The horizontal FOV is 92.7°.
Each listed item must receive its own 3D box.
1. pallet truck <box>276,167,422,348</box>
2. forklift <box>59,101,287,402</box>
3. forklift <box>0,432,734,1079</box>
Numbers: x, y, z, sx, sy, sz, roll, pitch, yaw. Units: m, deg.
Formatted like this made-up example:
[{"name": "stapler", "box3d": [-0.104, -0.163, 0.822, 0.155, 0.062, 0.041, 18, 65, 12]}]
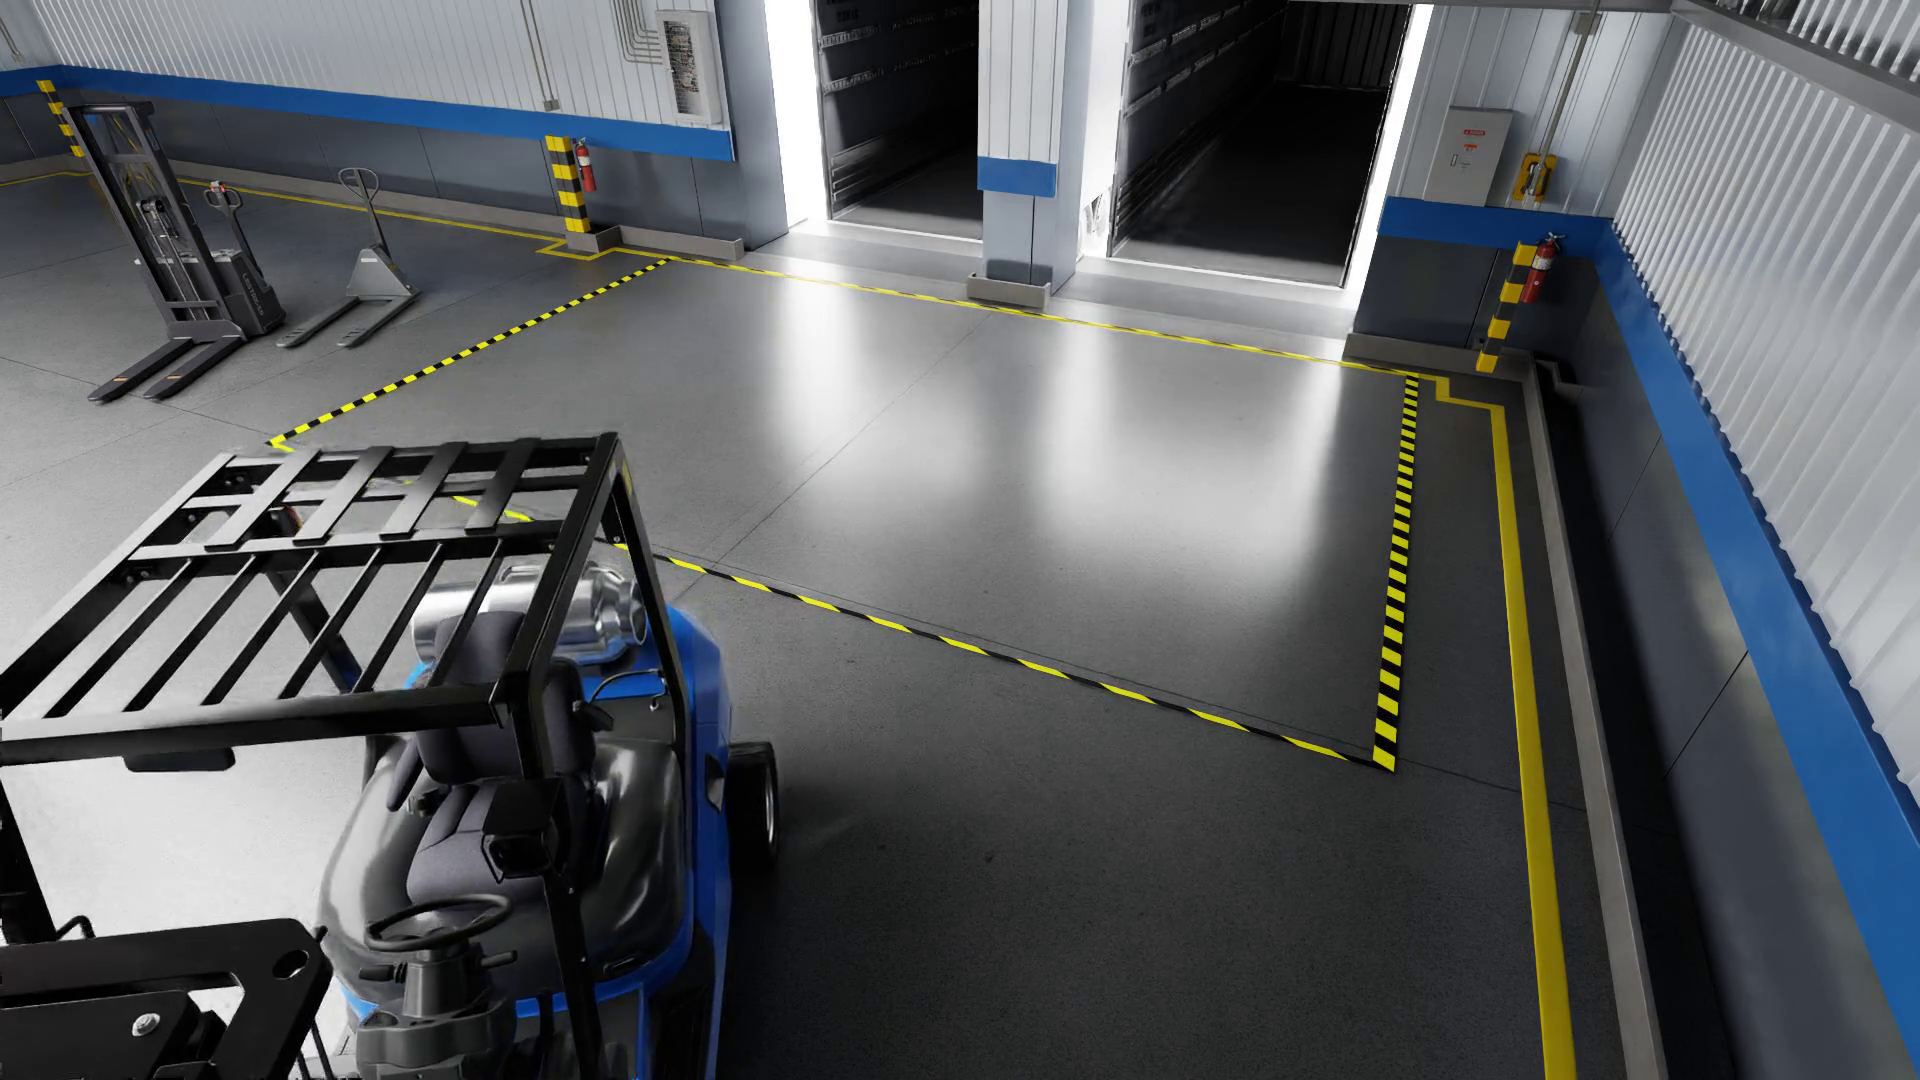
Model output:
[{"name": "pallet truck", "box3d": [-5.732, -2.611, 8.414, 0.680, 1.201, 1.601, -1, 35, -1]}, {"name": "forklift", "box3d": [-6.686, -2.387, 7.434, 0.823, 1.965, 1.885, -3, 35, -5]}, {"name": "forklift", "box3d": [-1.334, 0.875, 2.457, 1.157, 2.036, 2.680, -4, 35, -6]}]
